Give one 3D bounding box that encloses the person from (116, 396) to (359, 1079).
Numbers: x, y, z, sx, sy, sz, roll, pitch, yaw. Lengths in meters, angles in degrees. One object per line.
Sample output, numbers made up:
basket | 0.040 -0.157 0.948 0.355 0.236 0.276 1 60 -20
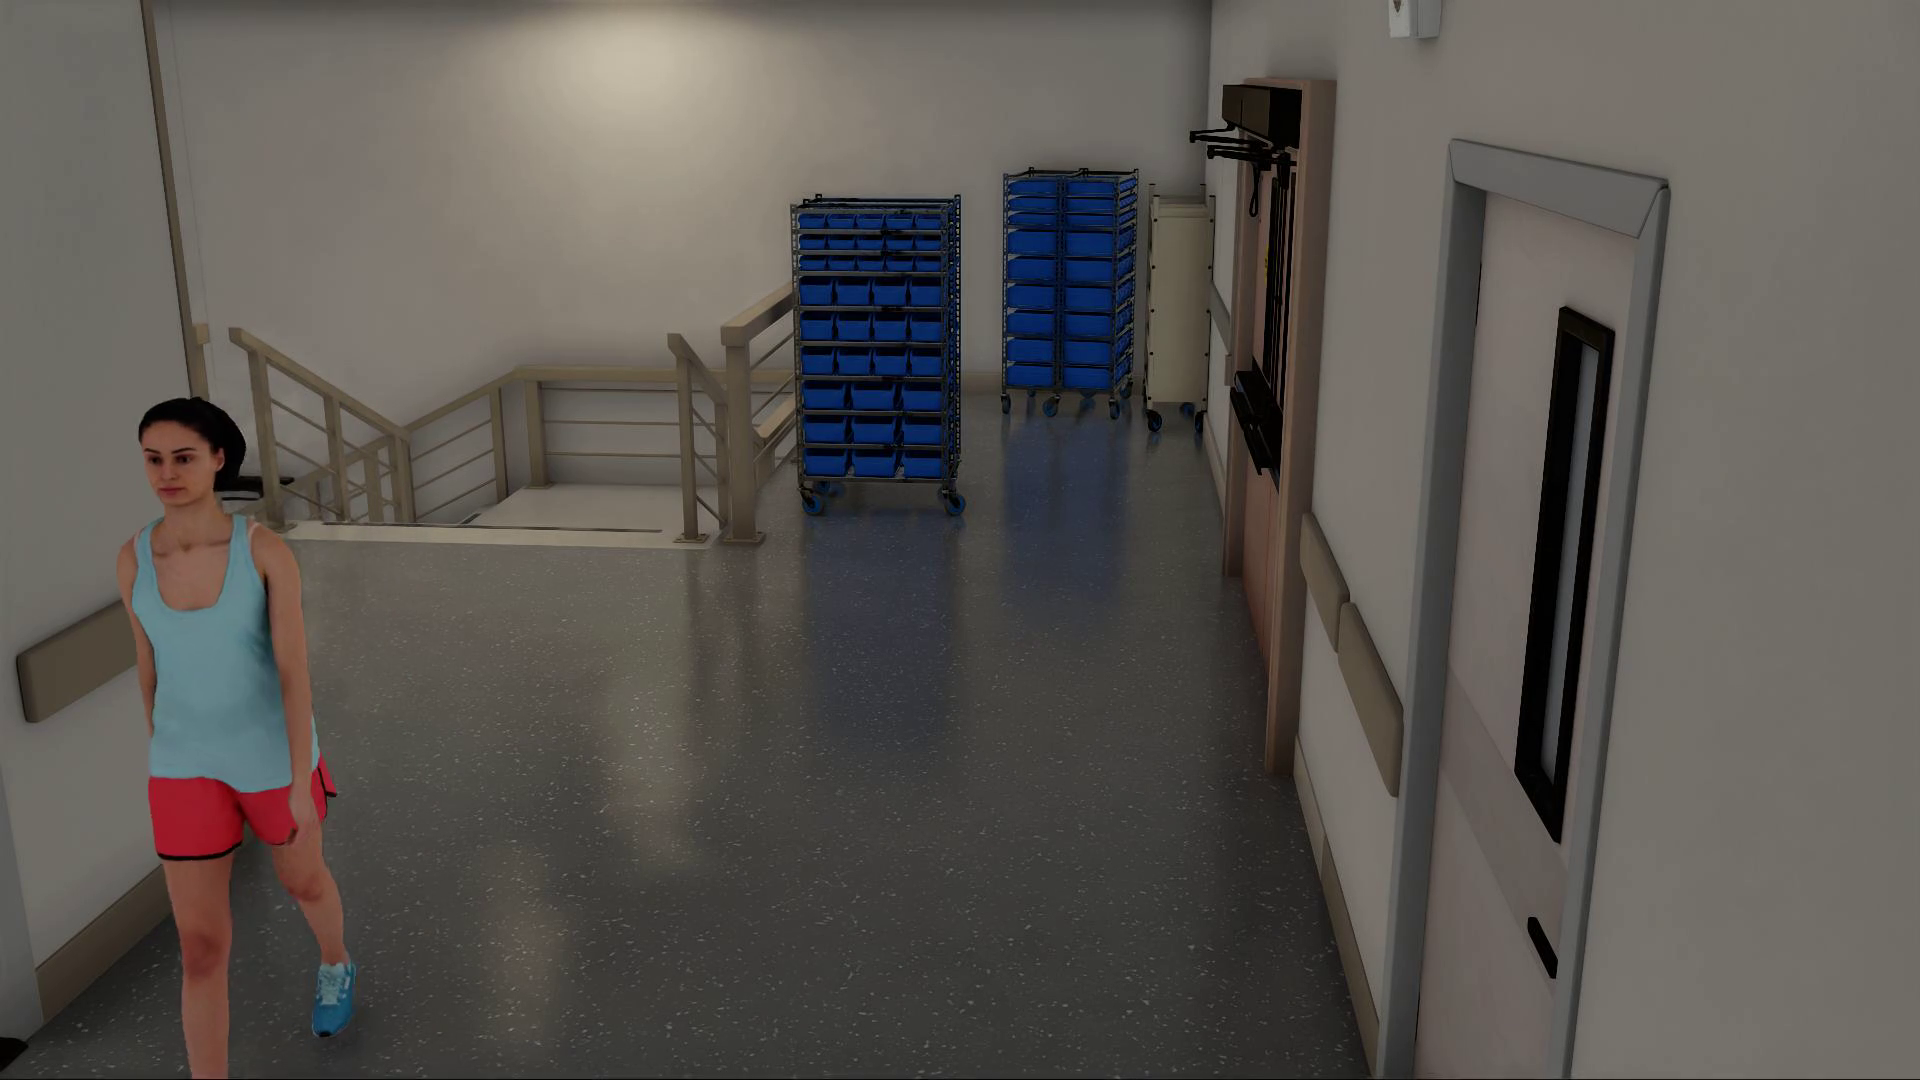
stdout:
person | -1.653 0.537 3.915 0.747 1.720 1.260 -1 16 -4
